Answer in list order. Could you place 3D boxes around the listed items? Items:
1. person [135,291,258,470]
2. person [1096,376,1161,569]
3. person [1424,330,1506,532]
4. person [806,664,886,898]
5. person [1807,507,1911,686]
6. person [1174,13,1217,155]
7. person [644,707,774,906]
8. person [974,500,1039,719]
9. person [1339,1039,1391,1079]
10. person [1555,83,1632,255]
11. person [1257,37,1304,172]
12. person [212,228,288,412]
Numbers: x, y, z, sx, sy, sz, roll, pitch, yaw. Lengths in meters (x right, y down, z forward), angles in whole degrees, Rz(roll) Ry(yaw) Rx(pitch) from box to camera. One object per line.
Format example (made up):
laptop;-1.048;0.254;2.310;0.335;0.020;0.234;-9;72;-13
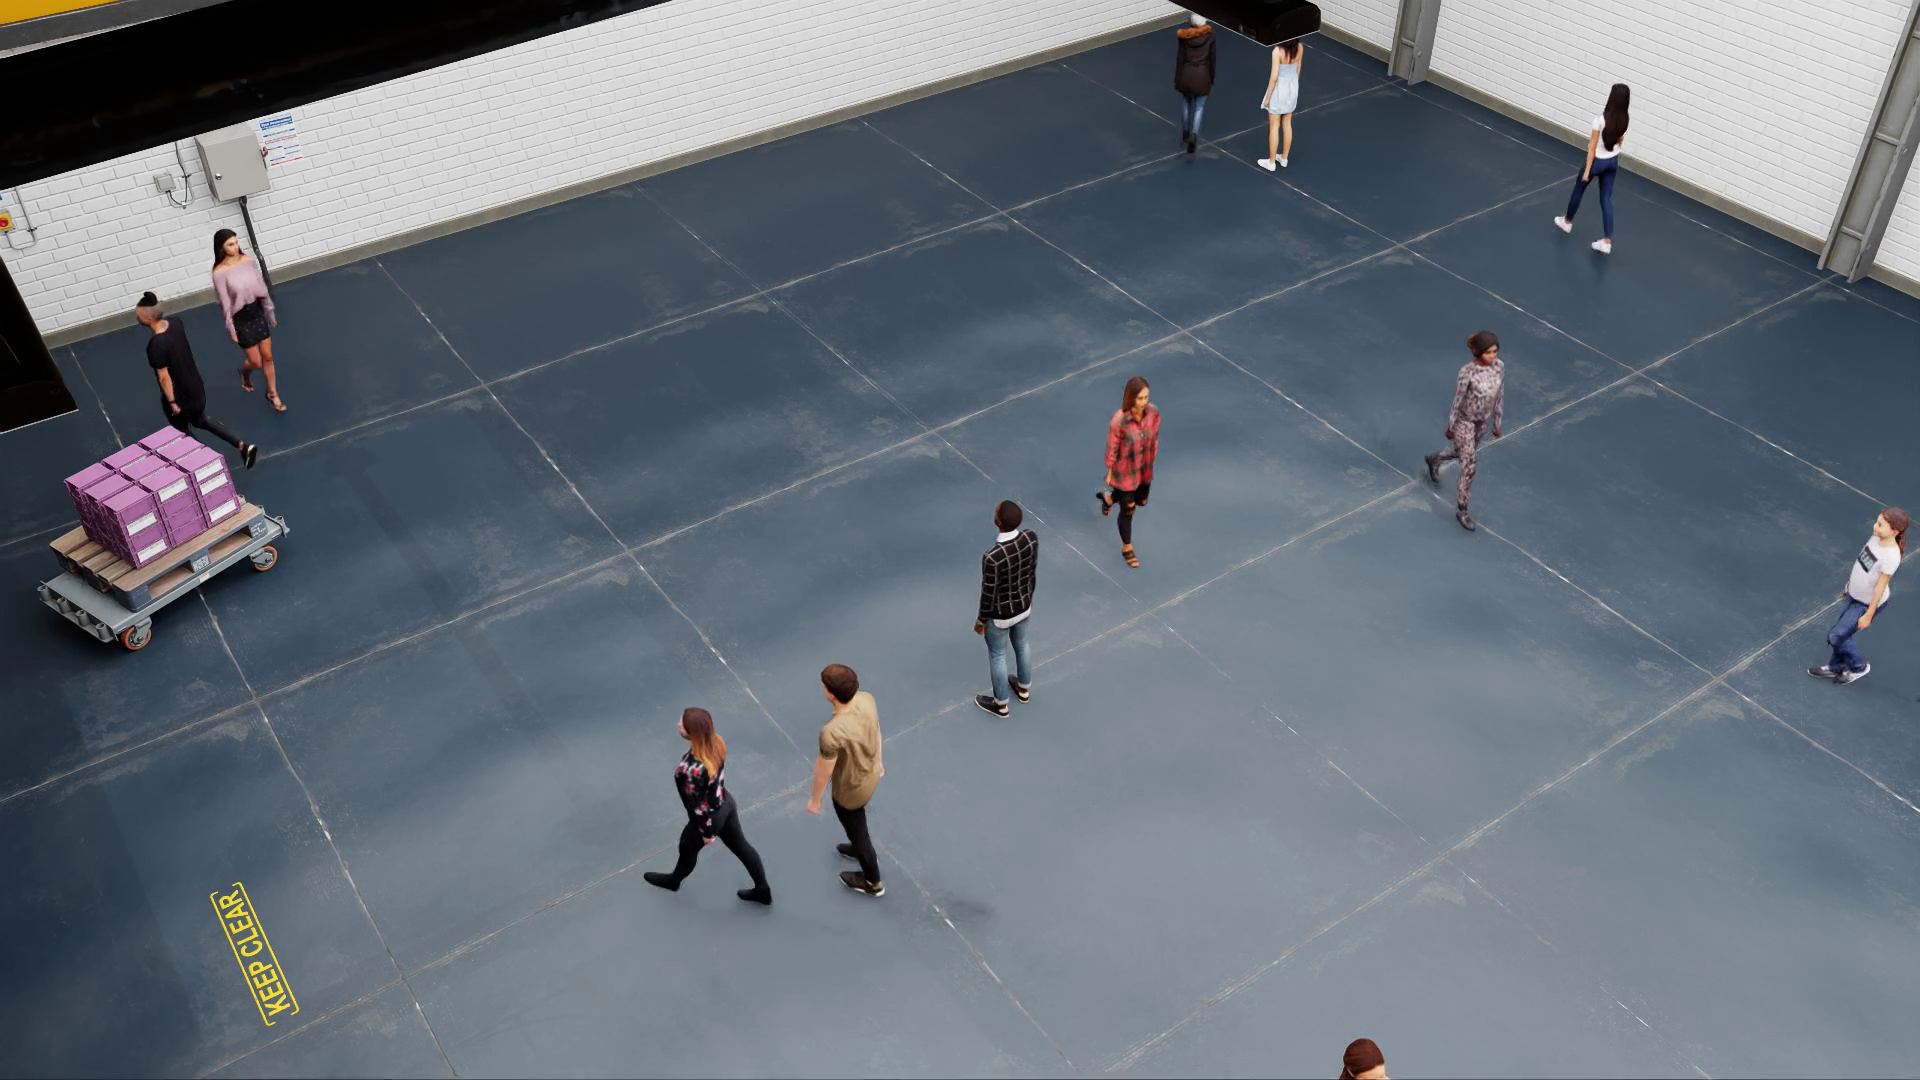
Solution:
person;-6.340;-1.253;13.718;1.085;1.848;1.055;3;39;3
person;1.300;-0.596;13.026;0.671;1.685;0.918;-18;42;-21
person;4.110;-0.981;13.504;0.786;1.689;1.162;-13;40;-16
person;-0.575;1.534;10.237;0.843;1.836;0.808;15;41;18
person;6.519;0.423;11.860;0.768;1.548;0.708;4;39;5
person;2.662;-5.179;18.820;0.993;1.617;1.042;7;39;9
person;-1.452;1.687;10.210;1.137;1.632;1.033;9;40;11
person;0.338;0.475;11.576;0.675;1.821;0.579;-28;46;-31
person;1.909;3.082;8.303;0.604;1.832;0.520;-20;43;-23
person;6.586;-3.747;16.934;0.847;1.732;1.184;-11;40;-14
person;3.582;-4.949;18.441;0.599;1.730;0.544;-20;43;-23
person;-6.294;-1.916;14.588;0.850;1.799;0.777;22;44;25
